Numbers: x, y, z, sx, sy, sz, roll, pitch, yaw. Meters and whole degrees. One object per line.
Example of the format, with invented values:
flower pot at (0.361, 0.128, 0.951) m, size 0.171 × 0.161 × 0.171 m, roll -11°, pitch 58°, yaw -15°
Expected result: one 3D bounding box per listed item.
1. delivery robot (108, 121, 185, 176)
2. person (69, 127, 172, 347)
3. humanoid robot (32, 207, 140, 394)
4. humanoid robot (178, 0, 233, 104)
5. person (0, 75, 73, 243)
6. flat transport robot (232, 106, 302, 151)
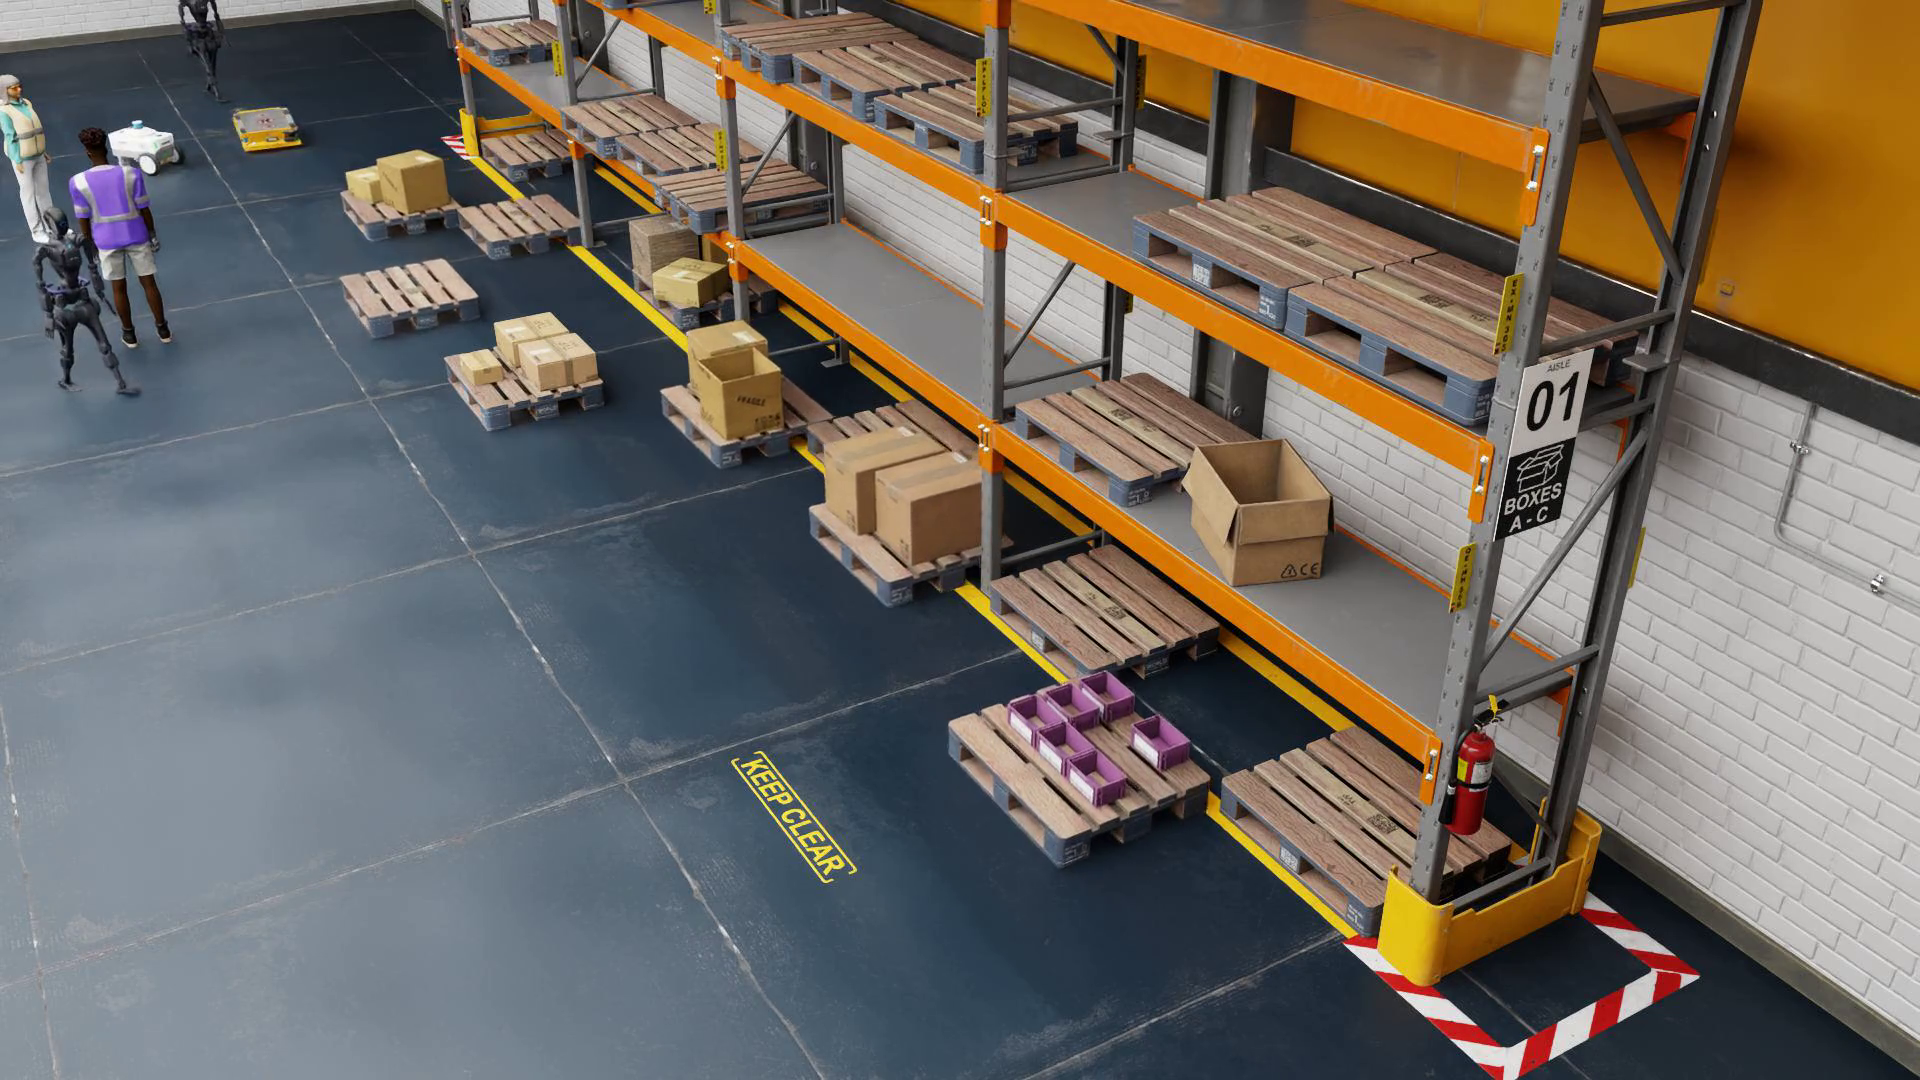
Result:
delivery robot at (-9.521, -4.588, 19.455) m, size 0.780 × 0.609 × 0.523 m, roll 9°, pitch 31°, yaw 15°
person at (-7.362, -2.643, 14.588) m, size 0.601 × 1.958 × 0.376 m, roll -15°, pitch 33°, yaw -24°
humanoid robot at (-7.296, -1.954, 13.703) m, size 0.788 × 1.617 × 0.616 m, roll 14°, pitch 32°, yaw 23°
humanoid robot at (-9.974, -6.629, 21.968) m, size 0.788 × 1.637 × 0.597 m, roll 21°, pitch 35°, yaw 32°
person at (-9.573, -3.911, 17.074) m, size 0.366 × 1.709 × 0.465 m, roll 4°, pitch 30°, yaw 7°
flat transport robot at (-8.631, -5.124, 20.678) m, size 0.659 × 0.231 × 1.431 m, roll -13°, pitch 32°, yaw -22°
